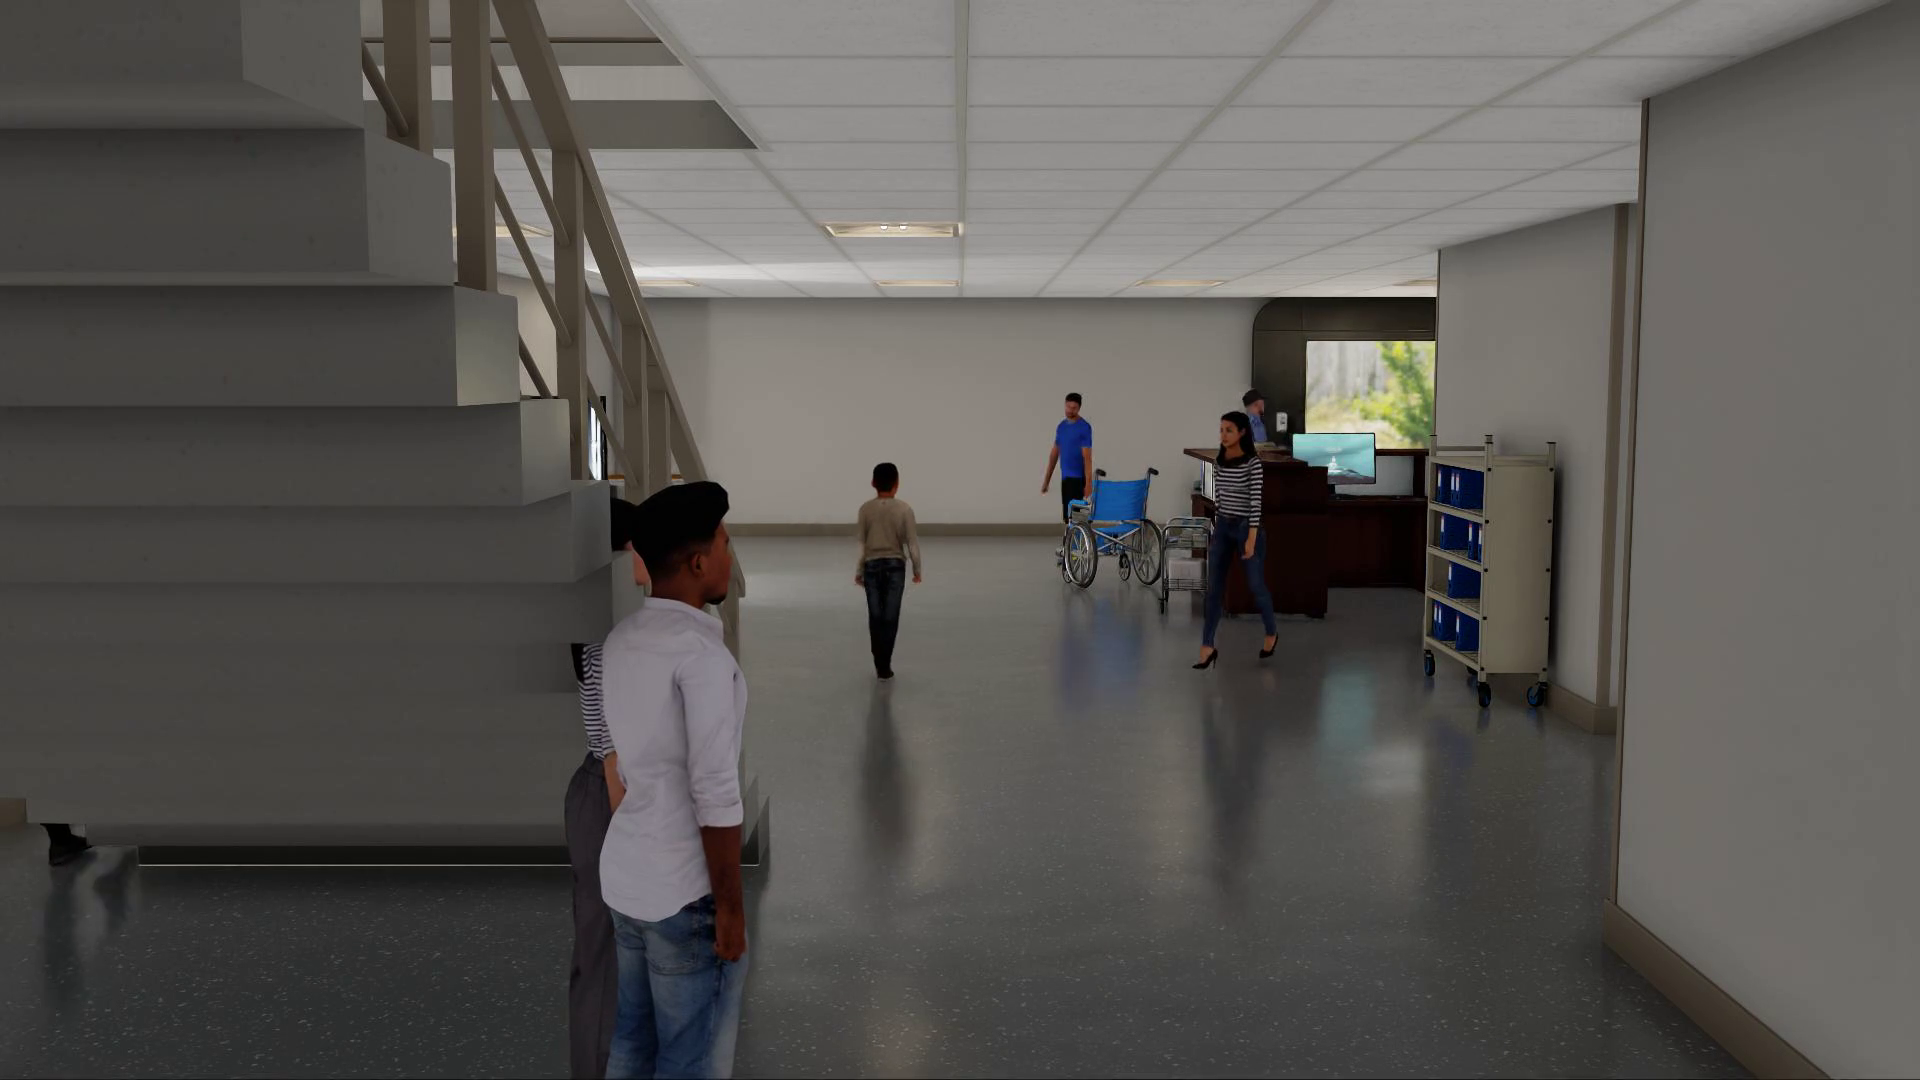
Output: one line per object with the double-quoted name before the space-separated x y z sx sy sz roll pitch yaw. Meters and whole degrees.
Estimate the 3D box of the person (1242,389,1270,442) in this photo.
"person" 2.926 -0.596 17.237 0.876 1.842 1.117 -1 6 -11

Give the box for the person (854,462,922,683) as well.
"person" -0.514 0.232 10.997 0.665 1.442 0.910 1 6 9

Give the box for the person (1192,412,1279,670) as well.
"person" 1.985 0.036 11.452 1.157 1.742 1.096 -6 8 -44

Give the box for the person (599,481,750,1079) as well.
"person" -0.673 0.765 3.866 0.780 1.809 0.695 -5 7 -38

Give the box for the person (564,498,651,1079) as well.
"person" -0.941 0.747 4.428 0.707 1.733 0.541 -2 6 -15

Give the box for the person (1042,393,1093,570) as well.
"person" 1.270 -0.607 17.319 0.837 1.846 0.756 -3 7 -28
